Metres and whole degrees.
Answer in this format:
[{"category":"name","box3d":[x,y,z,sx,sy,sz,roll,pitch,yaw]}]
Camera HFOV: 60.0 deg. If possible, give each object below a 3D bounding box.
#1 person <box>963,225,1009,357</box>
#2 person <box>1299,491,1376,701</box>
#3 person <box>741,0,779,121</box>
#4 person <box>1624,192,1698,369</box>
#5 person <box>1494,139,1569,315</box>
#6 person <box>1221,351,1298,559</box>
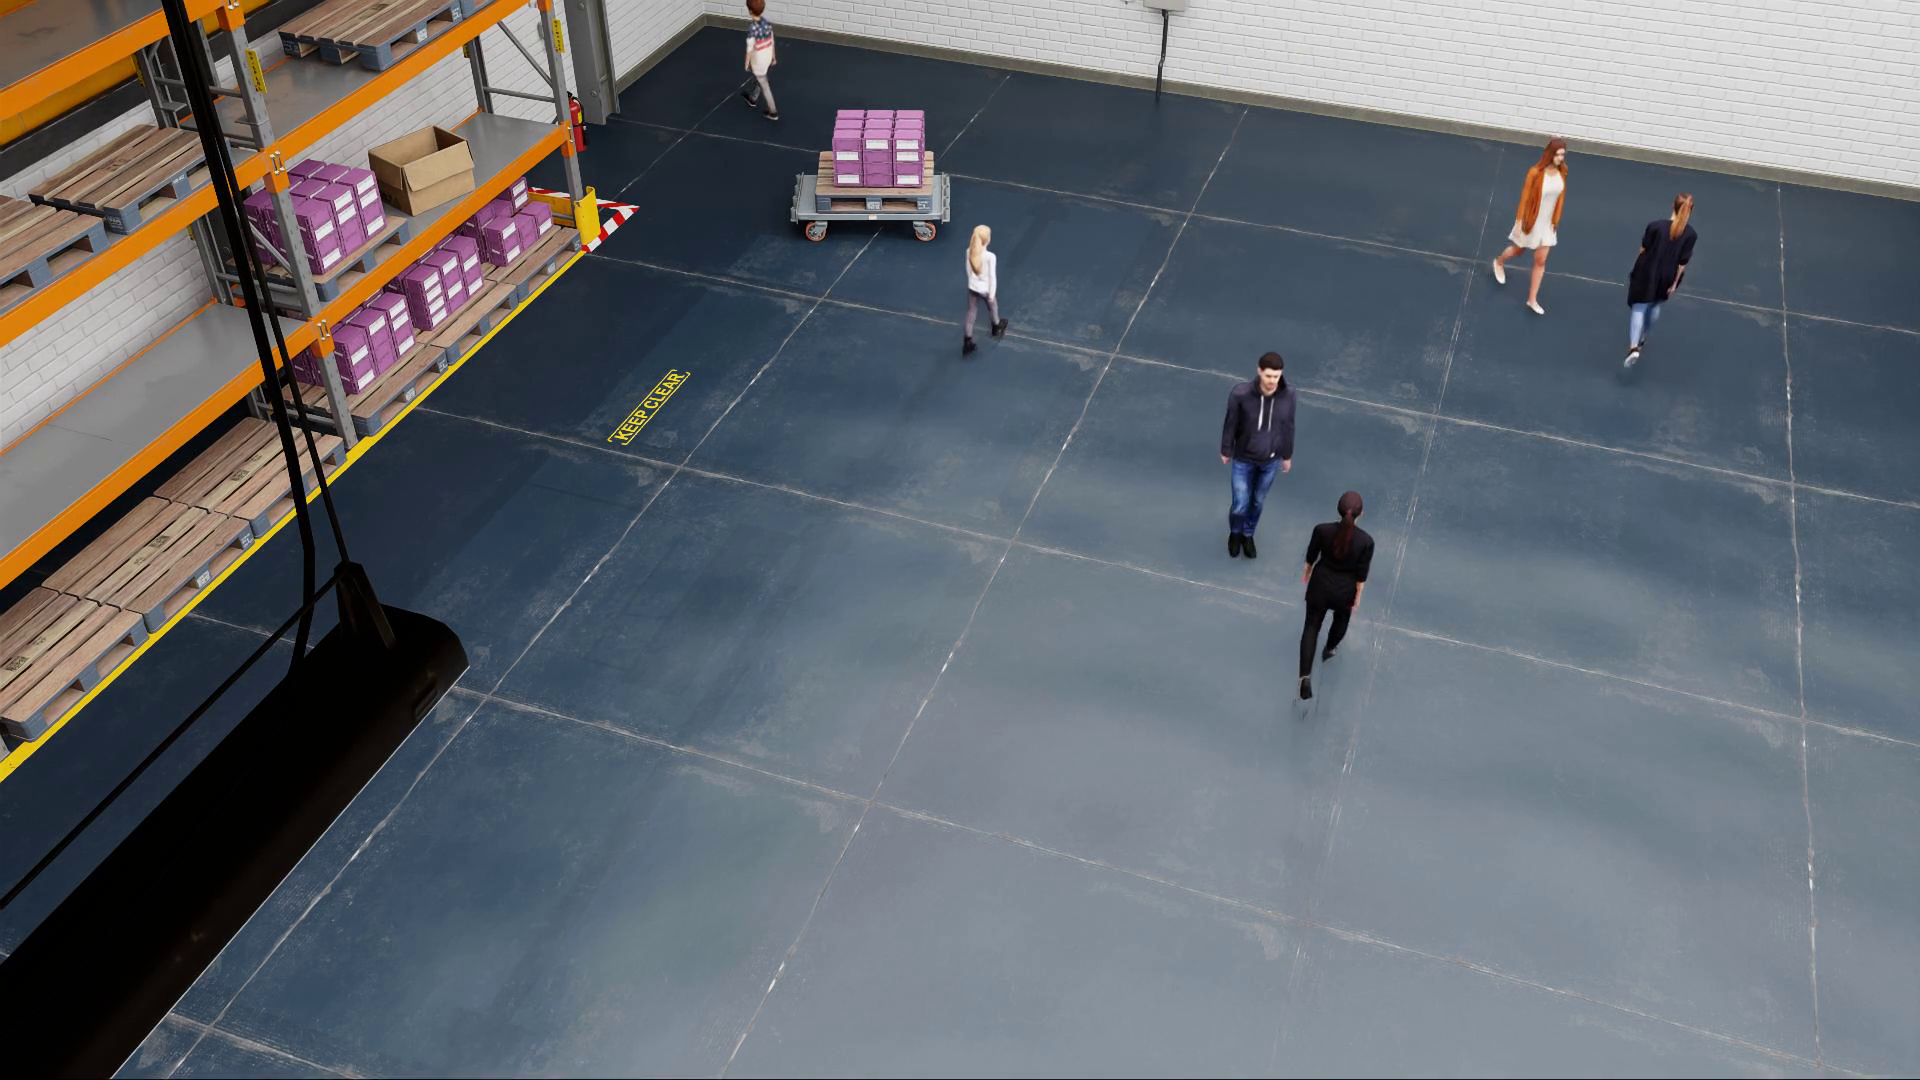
[{"category":"person","box3d":[0.155,-2.272,15.315,0.637,1.243,0.941,21,43,24]},{"category":"person","box3d":[2.584,0.416,11.638,0.635,1.631,1.043,14,41,17]},{"category":"person","box3d":[-2.264,-5.575,19.312,0.740,1.416,0.864,24,44,27]},{"category":"person","box3d":[6.298,-2.331,15.054,0.654,1.660,1.047,11,40,14]},{"category":"person","box3d":[5.494,-3.089,15.981,0.997,1.688,1.185,-7,39,-9]},{"category":"person","box3d":[2.278,-0.704,12.840,0.785,1.880,0.779,-3,39,-3]}]
